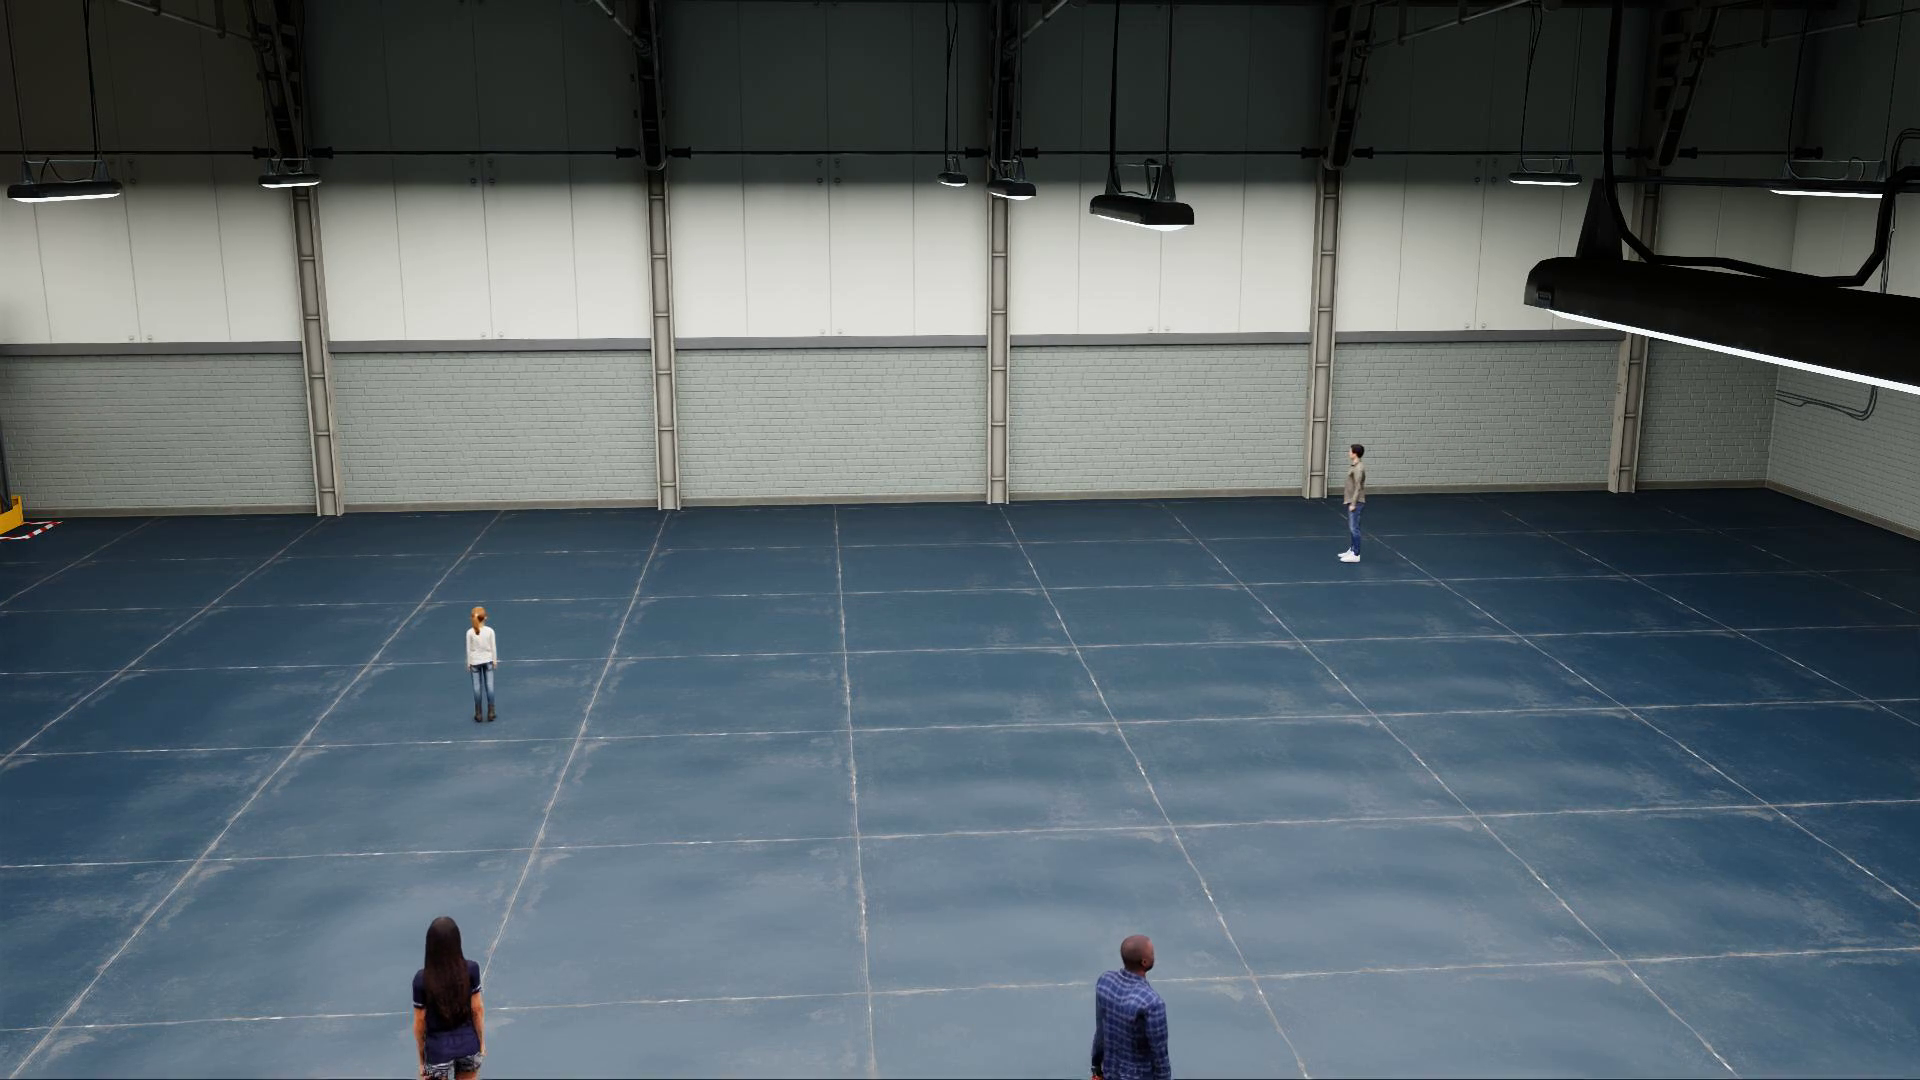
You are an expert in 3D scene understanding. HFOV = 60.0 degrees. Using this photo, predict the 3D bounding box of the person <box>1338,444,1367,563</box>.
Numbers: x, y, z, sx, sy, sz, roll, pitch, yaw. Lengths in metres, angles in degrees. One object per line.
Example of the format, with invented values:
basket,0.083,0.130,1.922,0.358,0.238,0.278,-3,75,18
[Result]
person,6.232,-0.590,26.161,0.679,1.868,0.757,2,13,9

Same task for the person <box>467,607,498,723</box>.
person,-5.407,1.399,18.800,0.481,1.314,0.580,-5,14,-20

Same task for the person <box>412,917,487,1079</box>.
person,-3.099,3.169,10.178,0.728,1.755,0.746,-5,14,-22

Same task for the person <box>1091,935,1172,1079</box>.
person,0.953,3.233,9.852,1.285,1.778,1.116,-10,17,-38
